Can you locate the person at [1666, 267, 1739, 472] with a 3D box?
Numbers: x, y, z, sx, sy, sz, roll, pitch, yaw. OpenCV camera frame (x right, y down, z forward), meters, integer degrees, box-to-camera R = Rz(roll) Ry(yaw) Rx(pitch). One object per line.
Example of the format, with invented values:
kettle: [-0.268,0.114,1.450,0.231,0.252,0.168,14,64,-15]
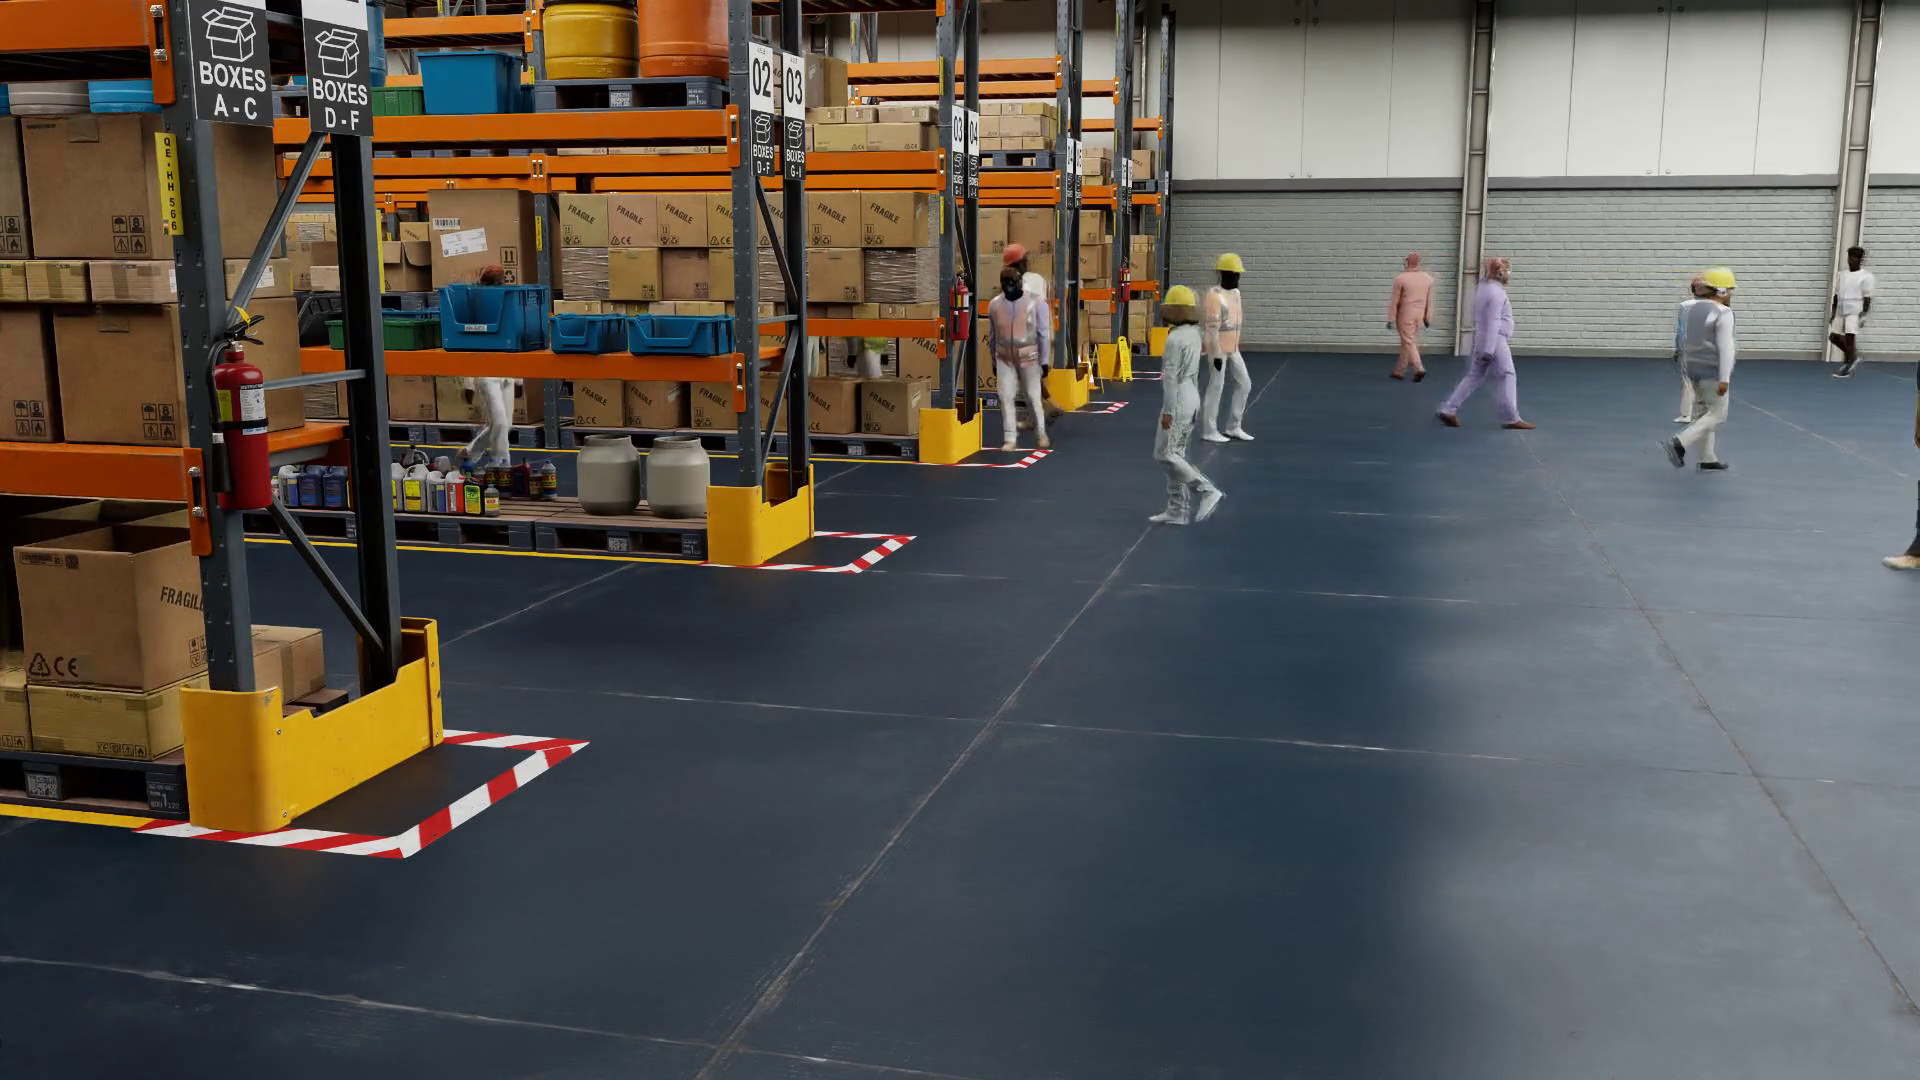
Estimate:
person: [6.504,-1.473,14.551,0.625,1.809,0.593,-2,10,-10]

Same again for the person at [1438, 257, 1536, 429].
person: [5.723,-2.128,18.031,0.977,1.864,0.641,0,10,0]

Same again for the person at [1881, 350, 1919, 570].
person: [6.183,-0.705,10.294,0.733,1.814,0.556,0,10,0]

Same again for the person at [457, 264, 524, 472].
person: [-3.852,-1.315,13.555,0.807,1.861,0.583,6,12,29]

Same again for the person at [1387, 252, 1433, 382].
person: [6.553,-3.237,24.158,0.653,1.871,0.959,-4,11,-23]

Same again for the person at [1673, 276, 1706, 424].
person: [8.213,-2.108,18.529,0.520,1.639,0.312,-1,10,-5]

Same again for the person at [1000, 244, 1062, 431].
person: [0.729,-2.151,17.767,0.540,1.998,0.708,7,12,33]

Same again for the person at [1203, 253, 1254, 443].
person: [2.729,-1.915,16.706,0.641,1.905,0.624,8,13,37]

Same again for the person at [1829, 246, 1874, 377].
person: [13.306,-3.401,24.822,0.531,1.953,0.642,-4,11,-22]

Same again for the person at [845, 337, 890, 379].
person: [-0.845,-1.926,17.035,0.823,1.810,0.663,3,11,17]

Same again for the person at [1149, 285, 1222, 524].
person: [1.604,-0.945,11.846,0.475,1.723,0.495,5,11,26]

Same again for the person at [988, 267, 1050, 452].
person: [0.595,-1.755,16.174,0.637,1.794,0.684,4,11,20]

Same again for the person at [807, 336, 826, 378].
person: [-1.681,-2.280,18.865,0.329,1.864,0.508,4,11,21]
